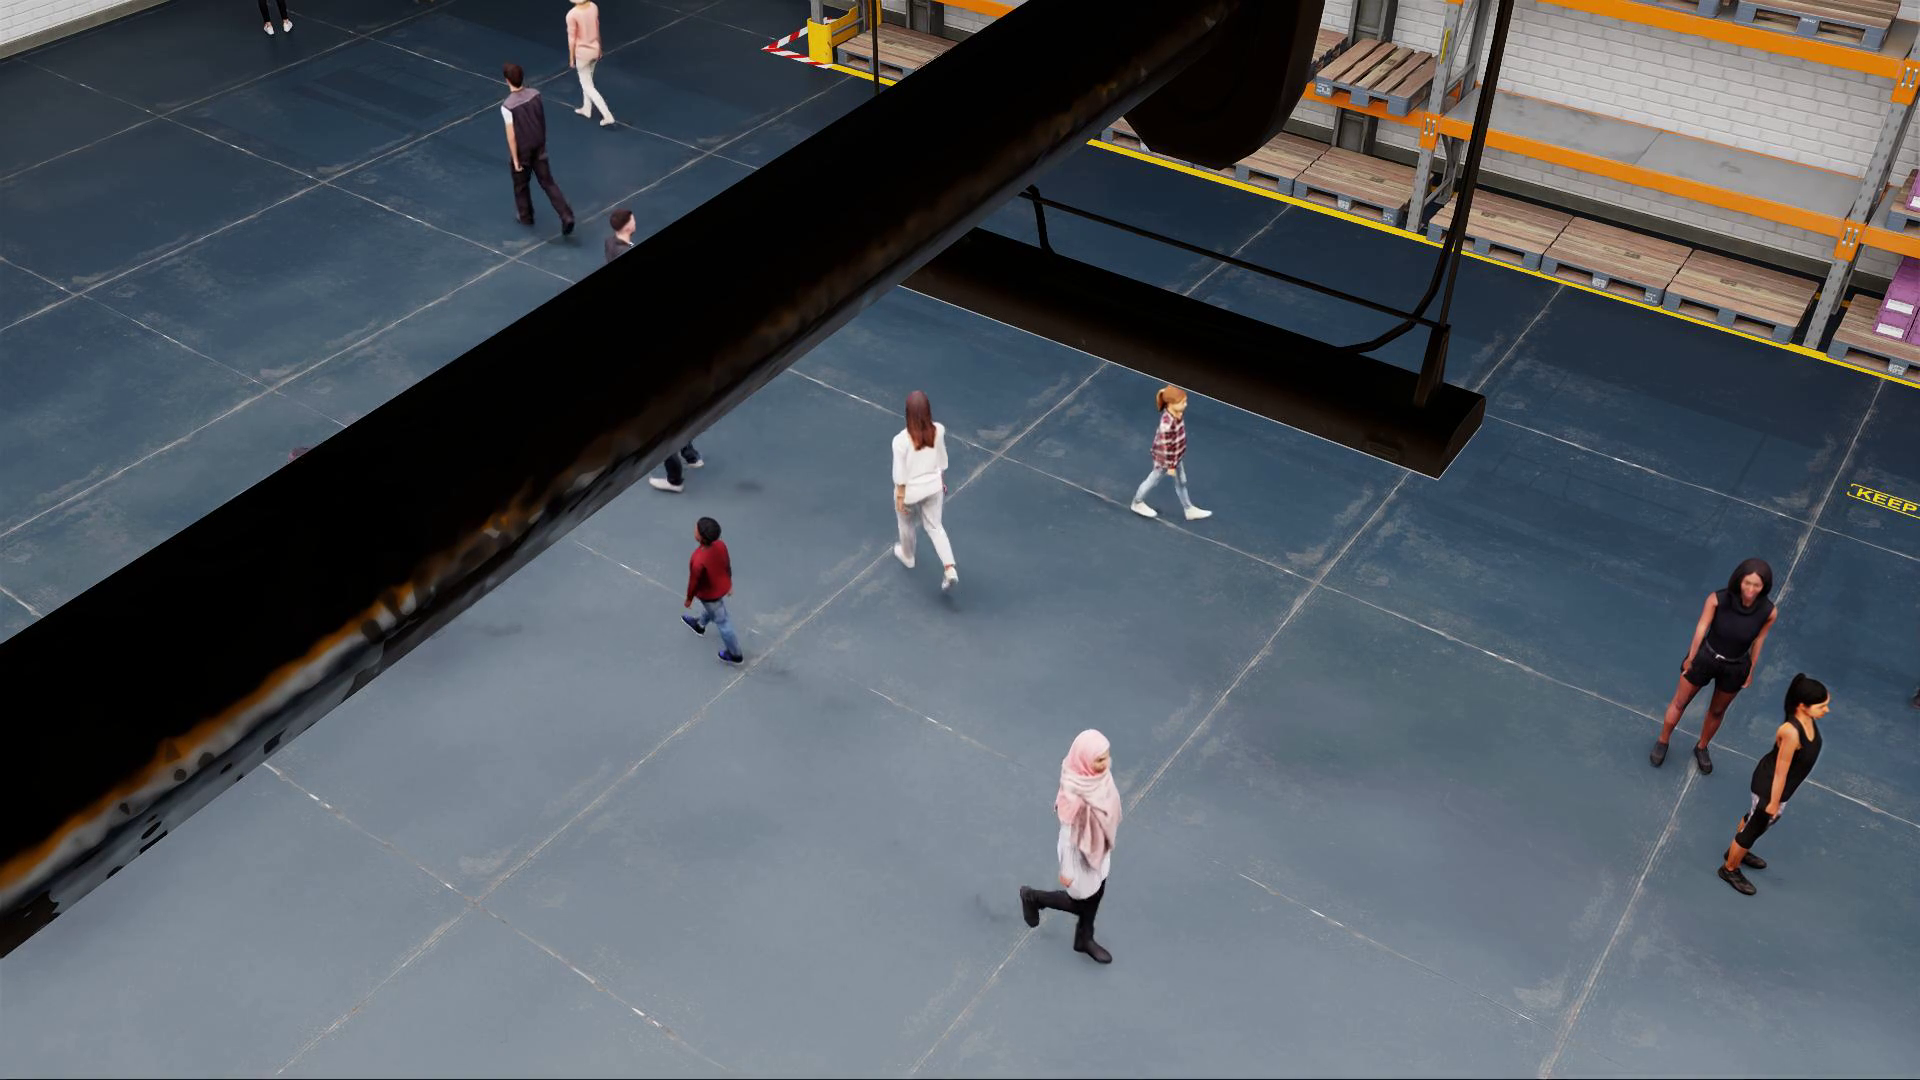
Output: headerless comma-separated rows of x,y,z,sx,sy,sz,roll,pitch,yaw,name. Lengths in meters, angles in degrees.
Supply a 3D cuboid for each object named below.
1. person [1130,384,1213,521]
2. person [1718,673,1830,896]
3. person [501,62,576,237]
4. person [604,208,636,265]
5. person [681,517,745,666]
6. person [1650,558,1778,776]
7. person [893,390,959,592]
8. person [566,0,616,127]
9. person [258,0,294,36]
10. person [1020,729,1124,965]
1.588,-0.693,13.284,0.922,1.270,0.632,16,41,19,person
5.024,1.484,10.245,0.492,1.660,0.567,23,44,27,person
-4.318,-3.940,16.907,0.798,1.821,1.172,-32,48,-33,person
-2.889,-2.043,14.528,0.868,1.825,0.909,-28,46,-31,person
-1.722,0.387,11.966,0.869,1.225,0.578,17,42,21,person
5.015,0.827,11.002,0.575,1.740,0.723,10,40,12,person
-0.260,-0.348,12.533,0.877,1.666,1.115,-20,43,-23,person
-4.233,-5.545,19.010,0.935,1.705,0.596,23,44,26,person
-8.938,-7.341,21.259,0.677,1.705,0.685,-14,41,-17,person
0.649,1.786,9.761,0.857,1.791,0.636,23,44,26,person
